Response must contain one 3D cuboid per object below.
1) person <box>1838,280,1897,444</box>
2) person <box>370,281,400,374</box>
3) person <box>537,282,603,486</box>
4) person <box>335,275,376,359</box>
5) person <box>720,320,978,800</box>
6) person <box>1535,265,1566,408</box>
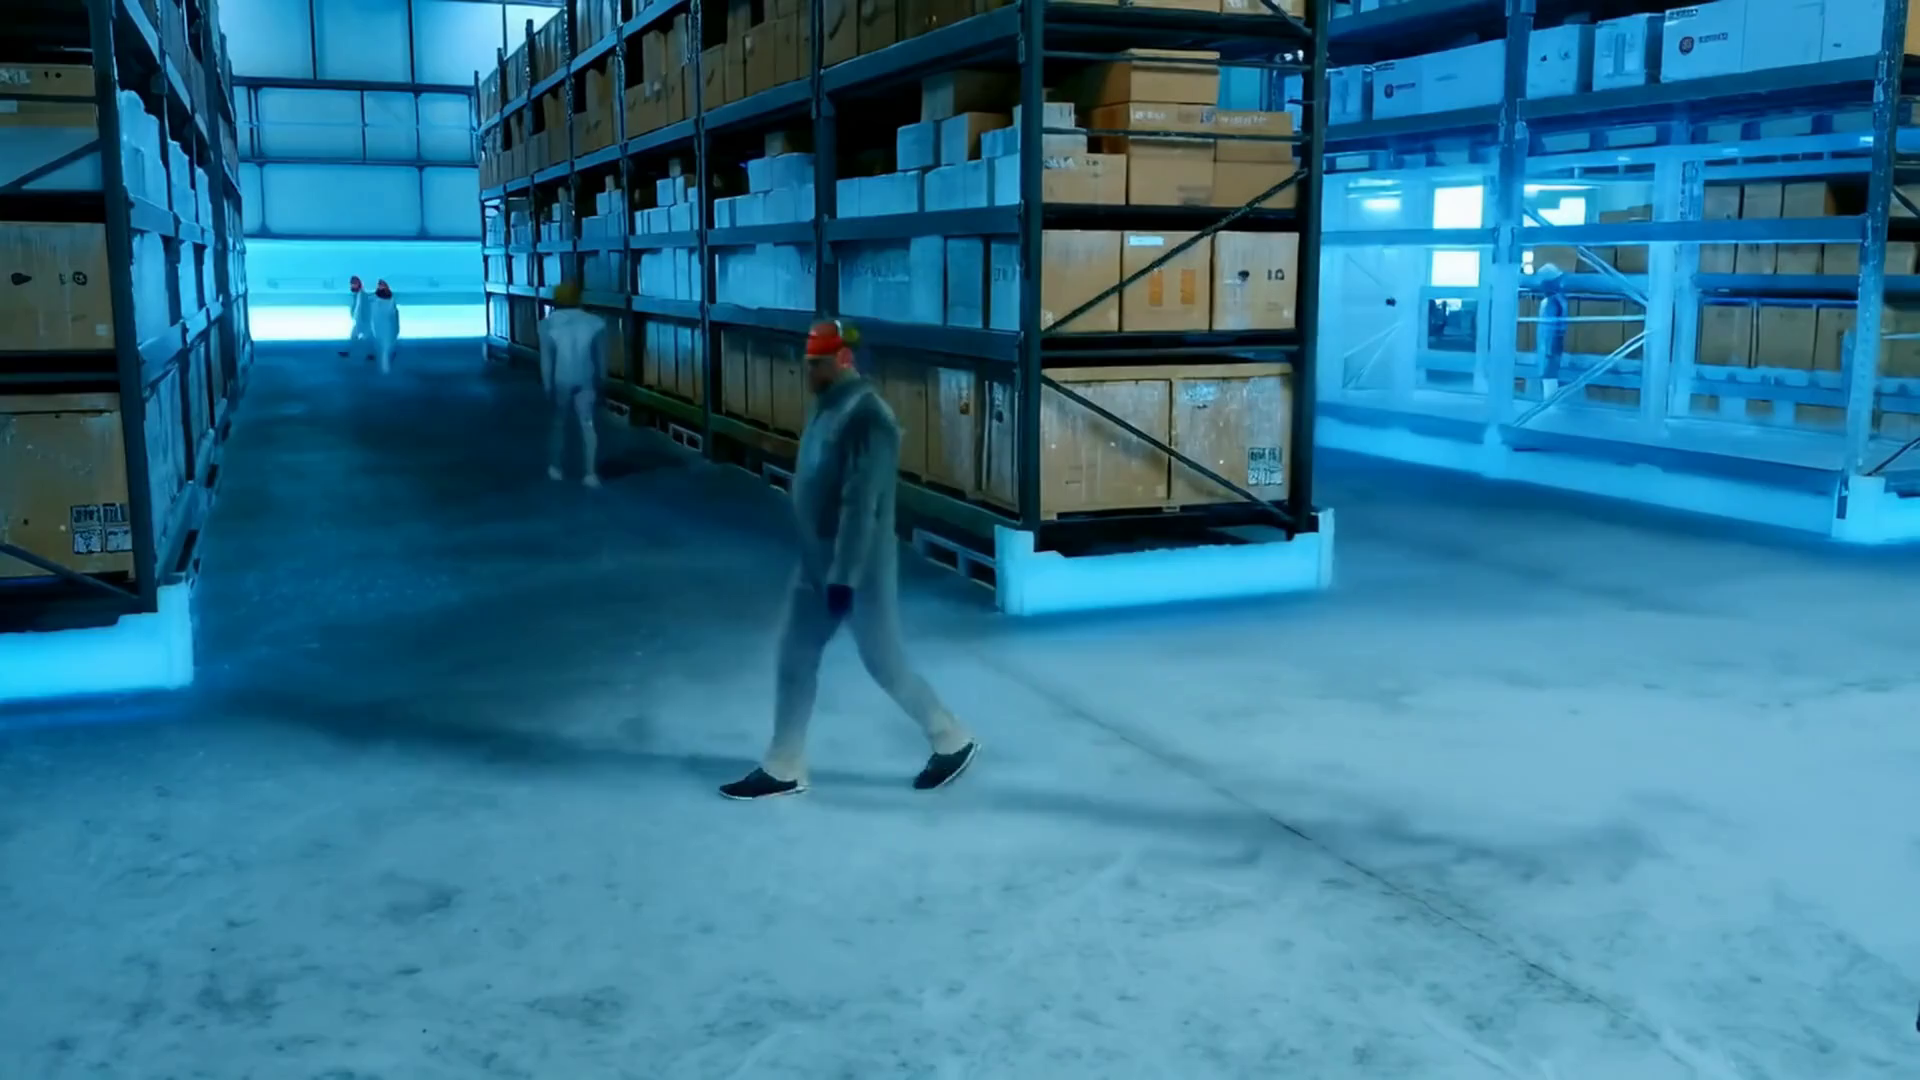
[{"bbox_3d":[9.727,-1.856,17.936,0.395,1.899,0.641,-3,10,-16],"label":"person"},{"bbox_3d":[-10.654,-3.930,30.863,0.514,1.711,0.780,-5,11,-29],"label":"person"},{"bbox_3d":[-3.652,-1.466,15.627,0.650,1.884,1.043,-5,11,-27],"label":"person"},{"bbox_3d":[-12.934,-4.735,35.454,0.872,1.793,0.621,-3,10,-20],"label":"person"},{"bbox_3d":[-0.399,0.083,6.418,0.977,1.864,0.641,-5,11,-26],"label":"person"},{"bbox_3d":[7.105,-2.297,20.131,0.393,2.040,0.611,6,11,31],"label":"person"}]
